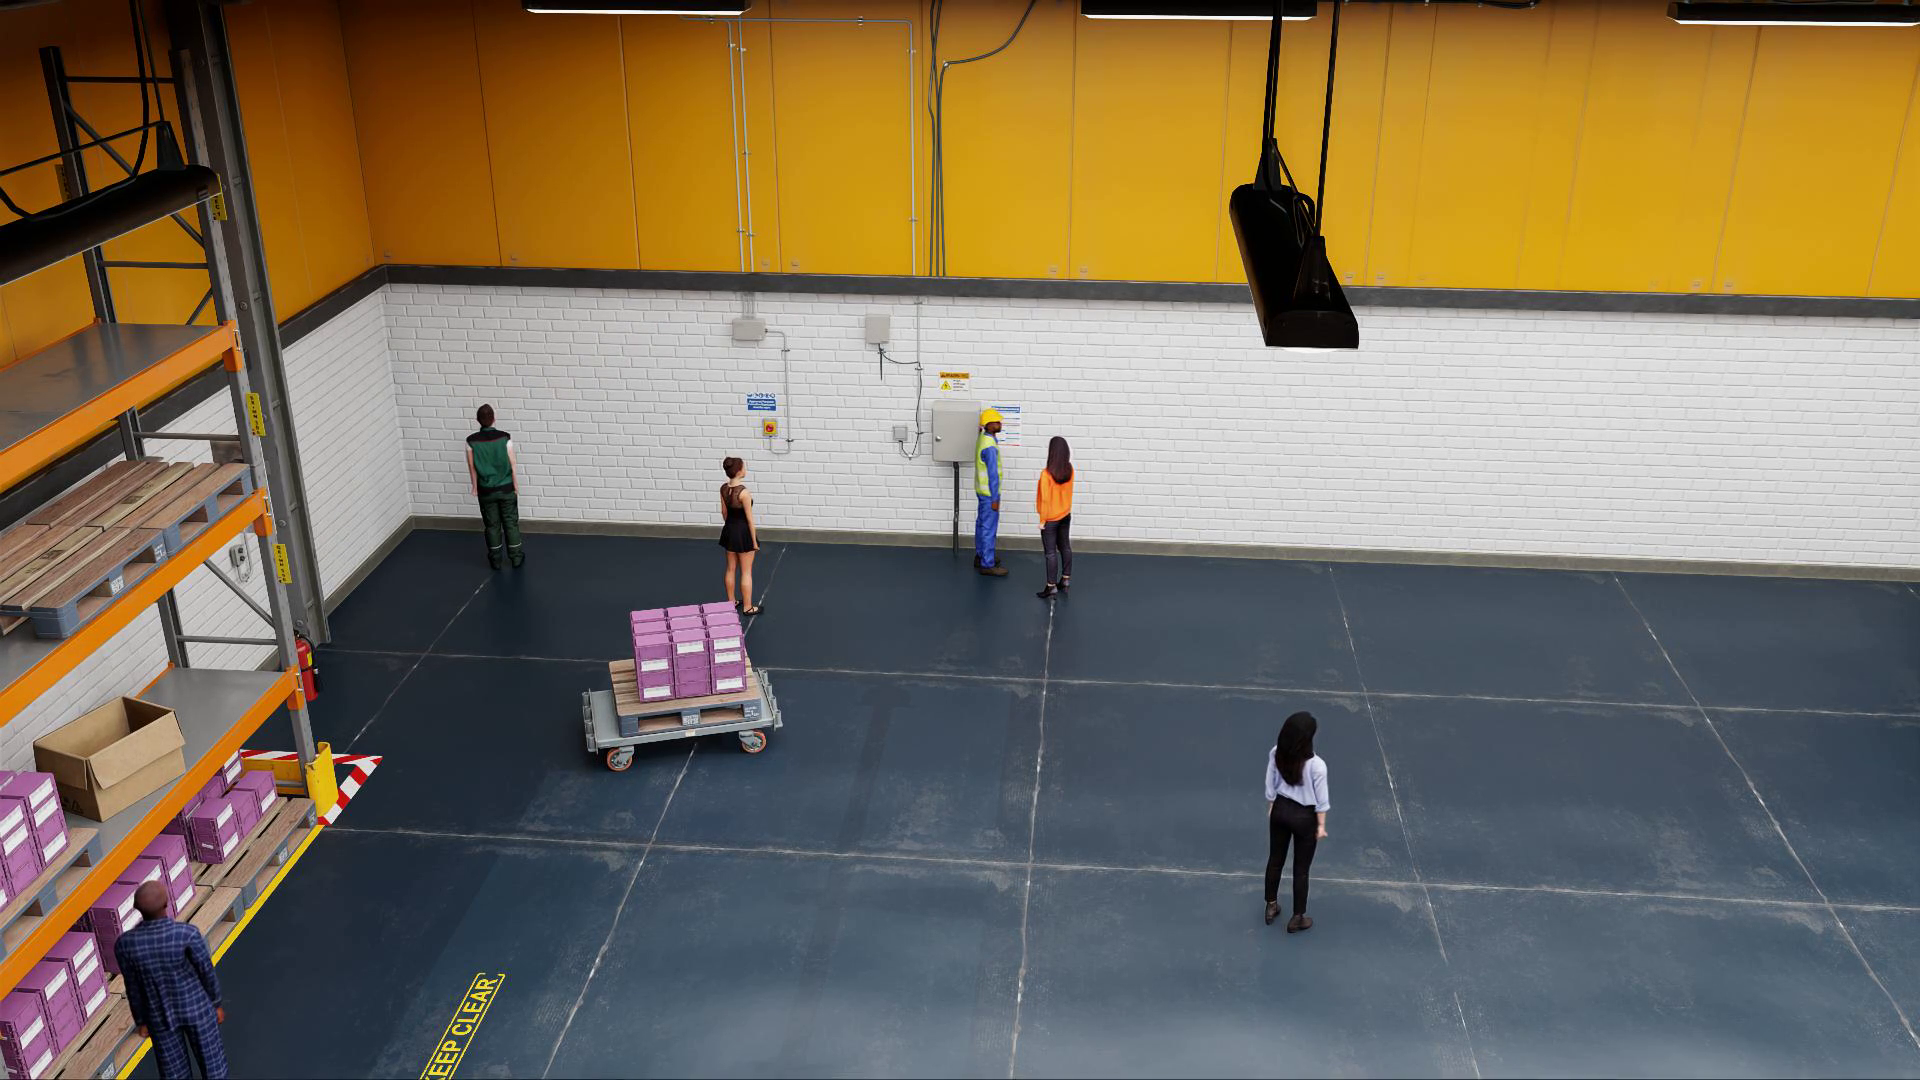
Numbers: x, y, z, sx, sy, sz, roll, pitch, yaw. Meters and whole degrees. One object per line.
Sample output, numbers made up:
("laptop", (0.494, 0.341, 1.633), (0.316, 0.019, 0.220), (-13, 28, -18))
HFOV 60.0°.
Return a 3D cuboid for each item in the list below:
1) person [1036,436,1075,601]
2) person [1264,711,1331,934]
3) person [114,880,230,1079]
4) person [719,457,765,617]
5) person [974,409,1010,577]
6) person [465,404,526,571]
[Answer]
("person", (0.978, -0.236, 16.959), (0.768, 1.749, 0.687), (21, 31, 39))
("person", (2.375, 1.999, 11.853), (0.731, 1.743, 0.753), (19, 30, 37))
("person", (-4.660, 2.800, 9.926), (0.741, 1.819, 0.726), (-6, 24, -14))
("person", (-2.216, -0.053, 16.633), (0.677, 1.674, 0.712), (18, 29, 35))
("person", (0.307, -0.529, 17.548), (0.769, 1.813, 0.595), (-3, 24, -7))
("person", (-4.916, -0.570, 17.606), (0.711, 1.842, 0.686), (-5, 24, -11))
